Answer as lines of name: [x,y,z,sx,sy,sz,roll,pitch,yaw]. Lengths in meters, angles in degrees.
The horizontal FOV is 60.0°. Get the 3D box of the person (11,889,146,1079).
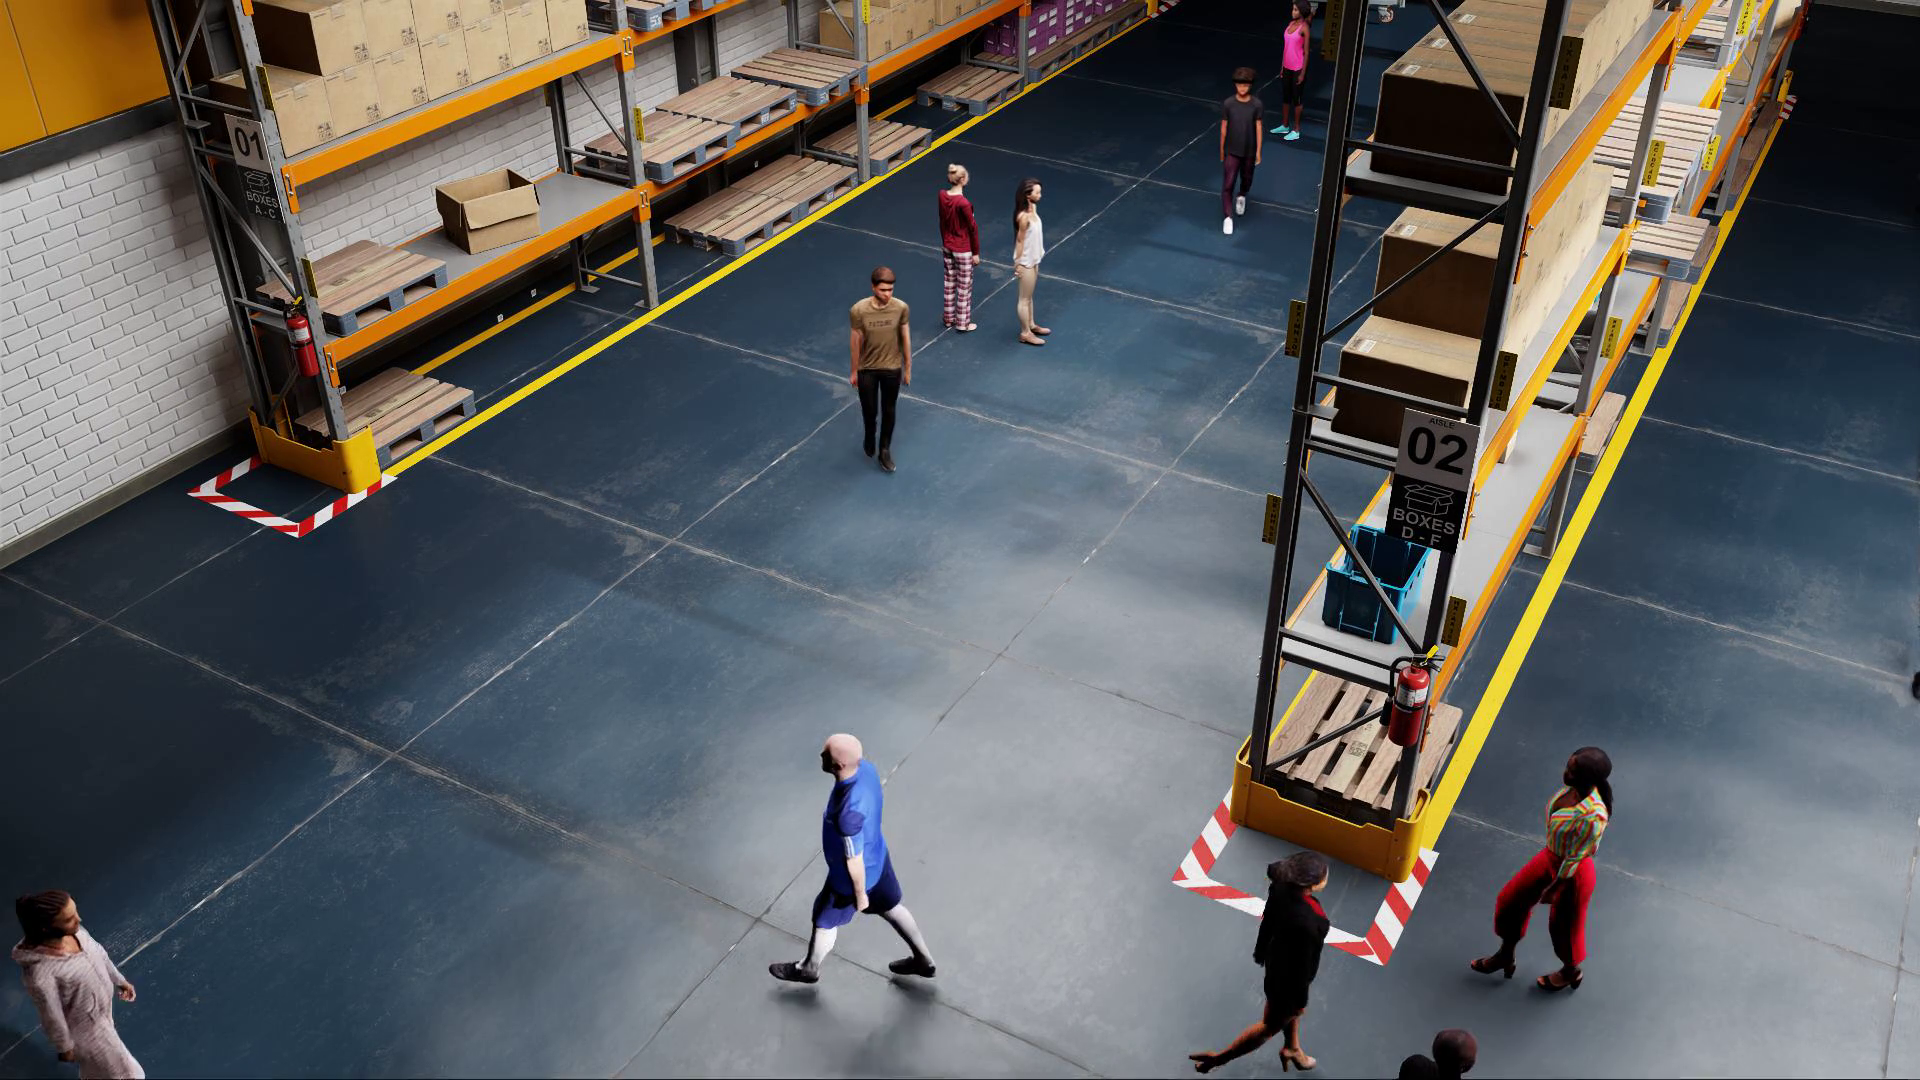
person: [-4.460,2.375,8.279,0.880,1.672,0.821,-7,34,-10]

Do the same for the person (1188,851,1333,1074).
person: [1.601,2.251,8.518,1.006,1.613,0.993,-8,34,-12]

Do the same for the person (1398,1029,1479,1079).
person: [2.000,2.890,7.461,1.237,1.721,1.179,-8,35,-12]

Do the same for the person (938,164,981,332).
person: [-0.015,-2.837,16.093,0.659,1.702,0.587,28,43,36]

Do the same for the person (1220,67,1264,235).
person: [3.098,-4.335,18.293,0.931,1.763,1.168,2,34,3]

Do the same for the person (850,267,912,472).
person: [-0.686,-1.476,13.922,0.853,1.839,0.912,-7,34,-11]

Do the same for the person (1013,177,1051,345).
person: [0.633,-2.683,15.906,0.674,1.653,0.610,-6,34,-9]

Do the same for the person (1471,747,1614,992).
person: [3.367,1.834,9.007,0.865,1.767,0.874,0,34,0]

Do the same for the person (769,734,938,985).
person: [-0.476,1.791,9.044,1.040,1.797,1.217,5,34,7]

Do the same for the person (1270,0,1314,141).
person: [4.148,-5.830,20.577,0.697,1.723,0.665,-17,37,-23]
